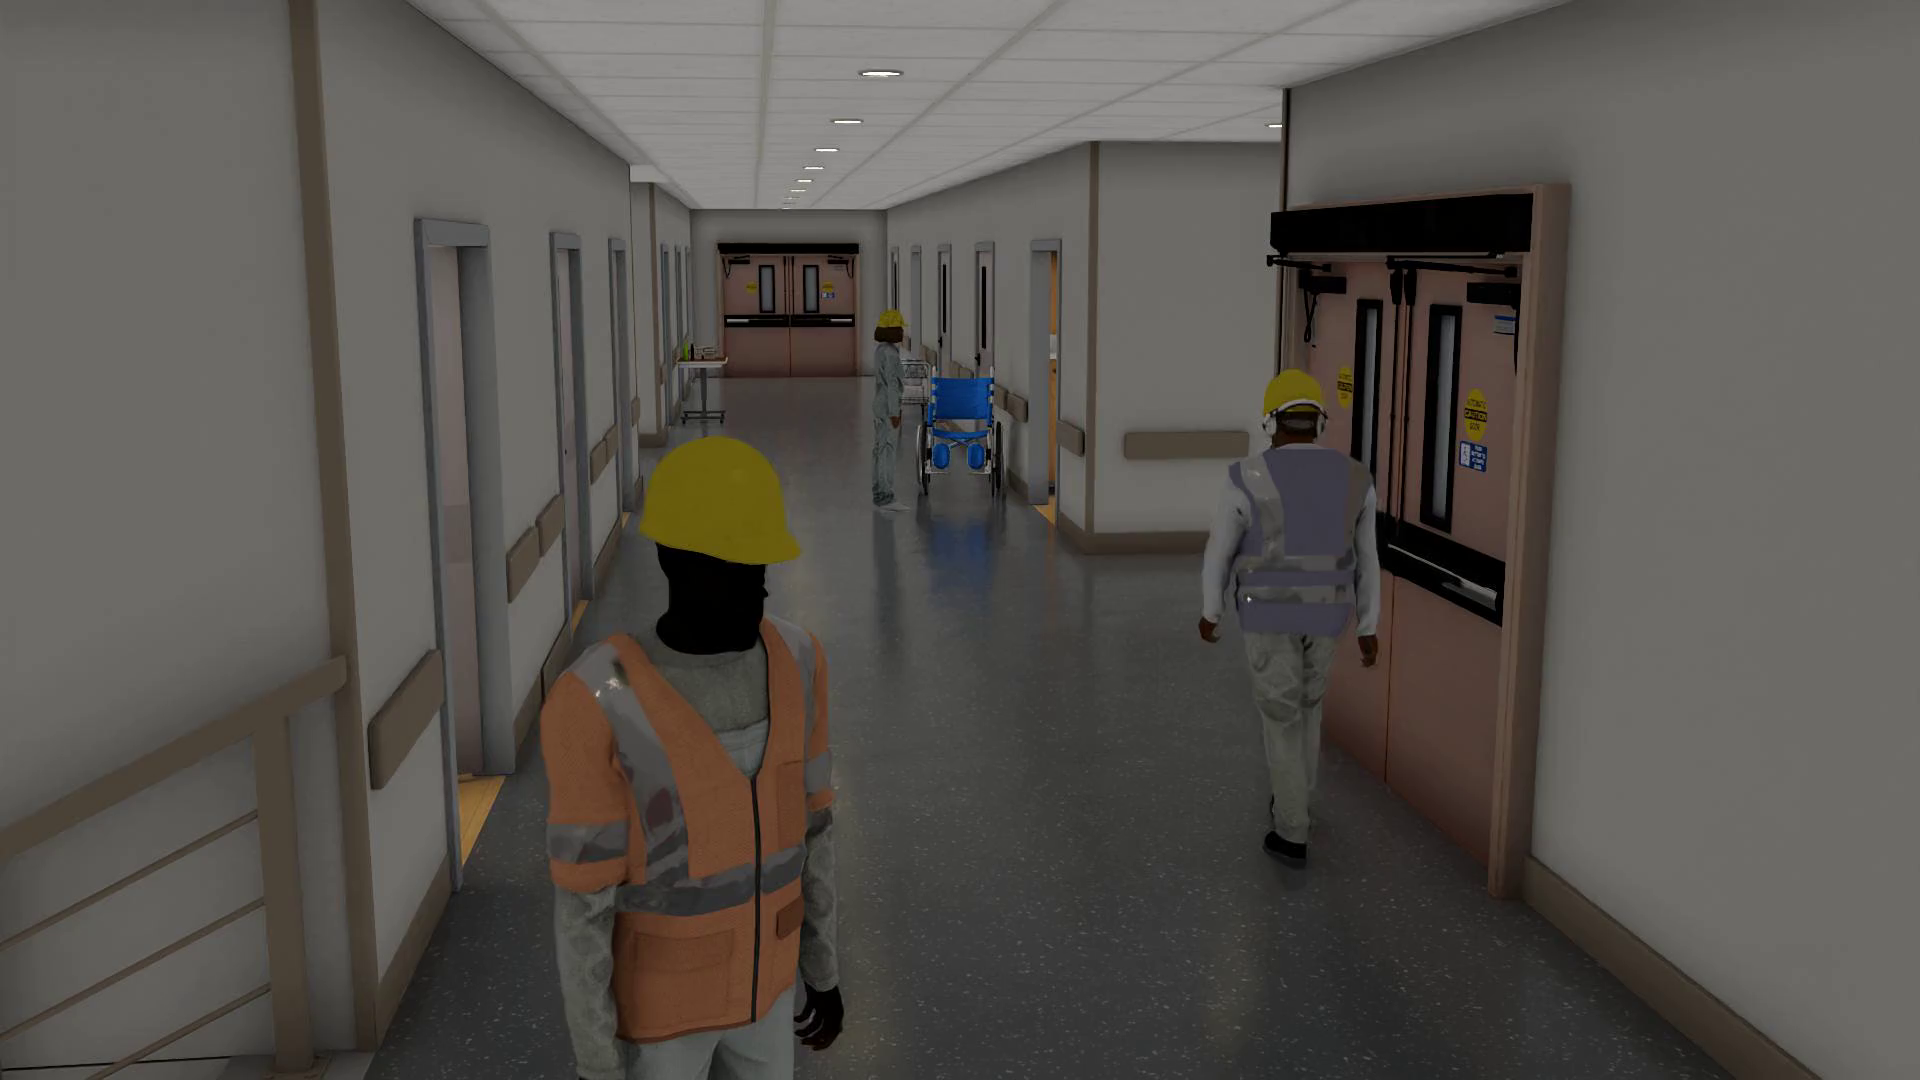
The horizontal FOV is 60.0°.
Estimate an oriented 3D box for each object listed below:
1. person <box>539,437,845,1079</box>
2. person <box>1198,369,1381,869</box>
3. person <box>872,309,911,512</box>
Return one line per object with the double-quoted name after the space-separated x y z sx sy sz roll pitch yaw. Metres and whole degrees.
-0.427 0.773 2.898 0.400 1.920 0.587 8 13 40 "person"
1.203 0.269 6.203 0.597 1.790 0.759 -3 10 -15 "person"
-0.602 -1.119 14.414 0.311 1.744 0.486 -2 10 -14 "person"
